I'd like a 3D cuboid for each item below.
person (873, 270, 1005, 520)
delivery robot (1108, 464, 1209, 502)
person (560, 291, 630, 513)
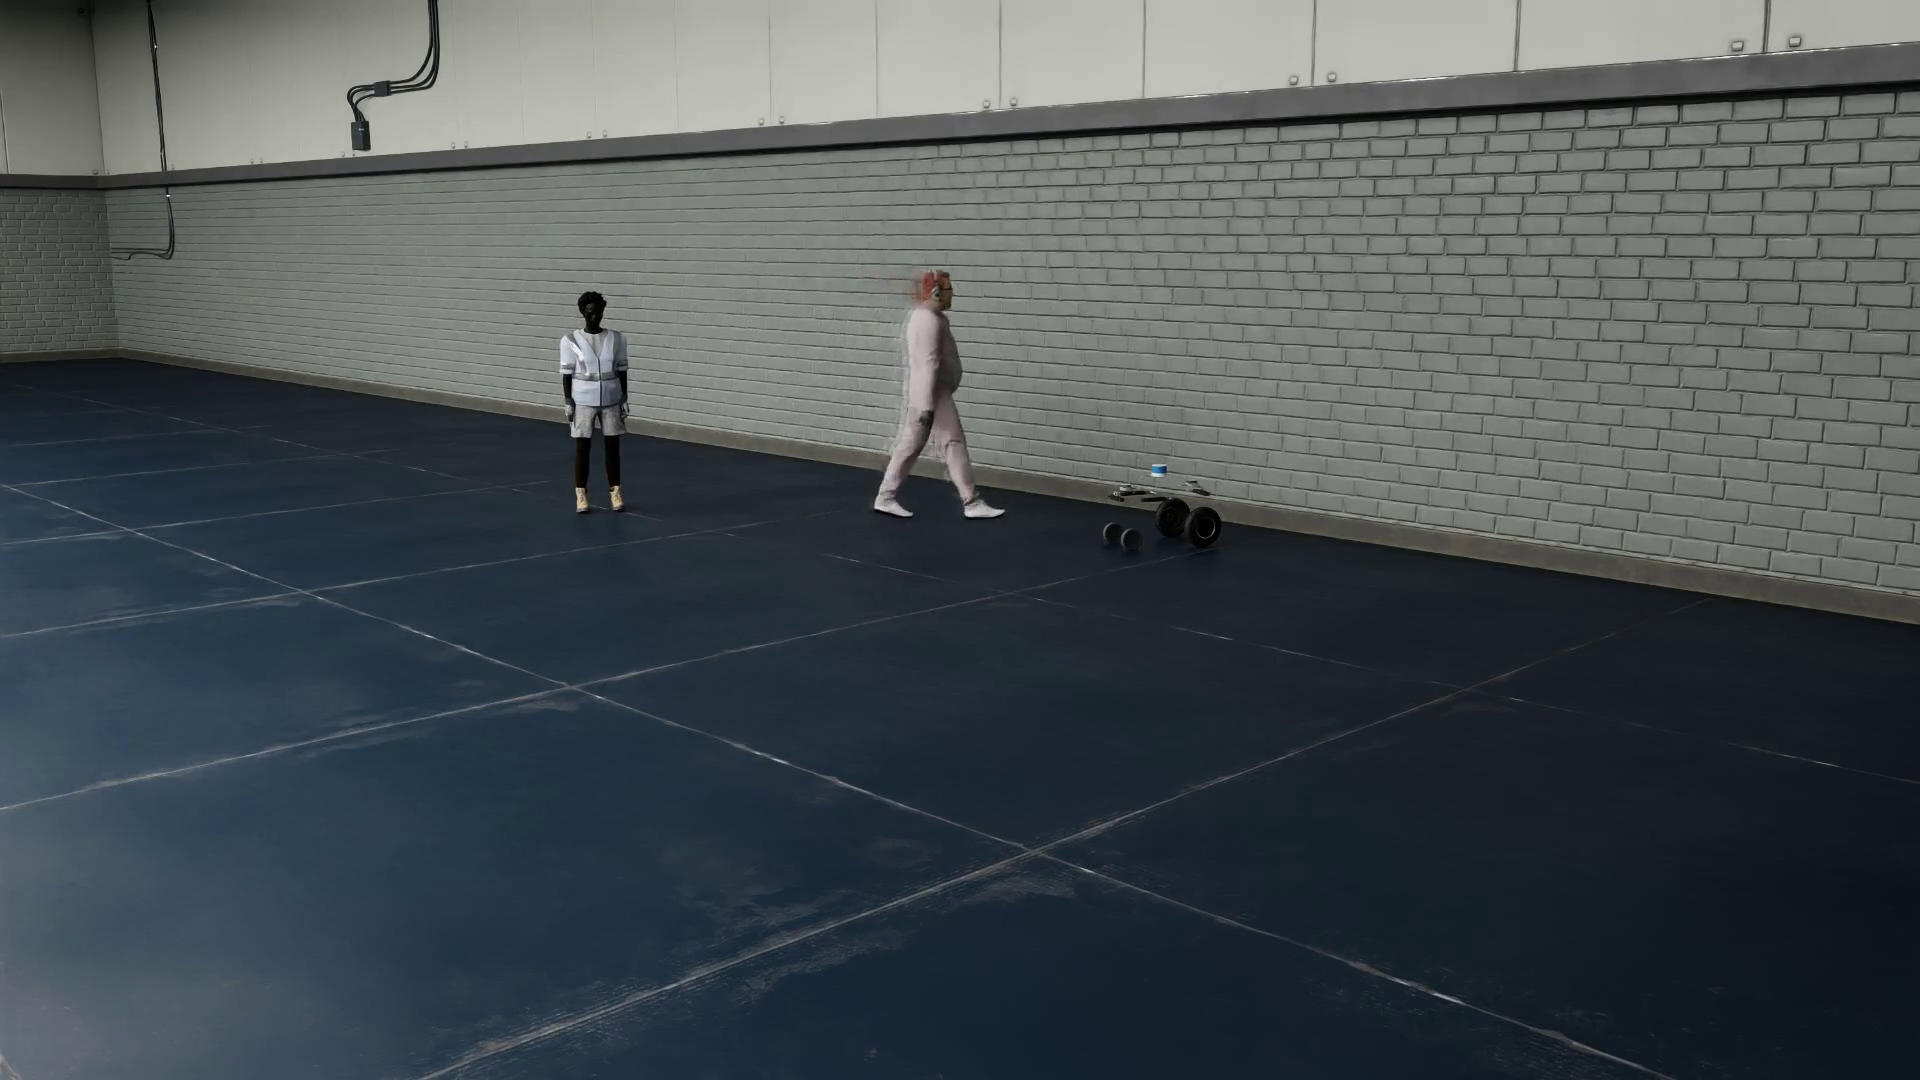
[{"bbox_3d":[-0.196,-1.066,12.358,0.980,1.860,0.659,-2,11,-10],"label":"person"},{"bbox_3d":[1.372,-0.407,11.451,0.698,0.223,0.335,-4,11,-22],"label":"delivery robot"},{"bbox_3d":[-2.793,-1.058,12.757,0.530,1.689,0.322,-5,11,-25],"label":"person"}]
